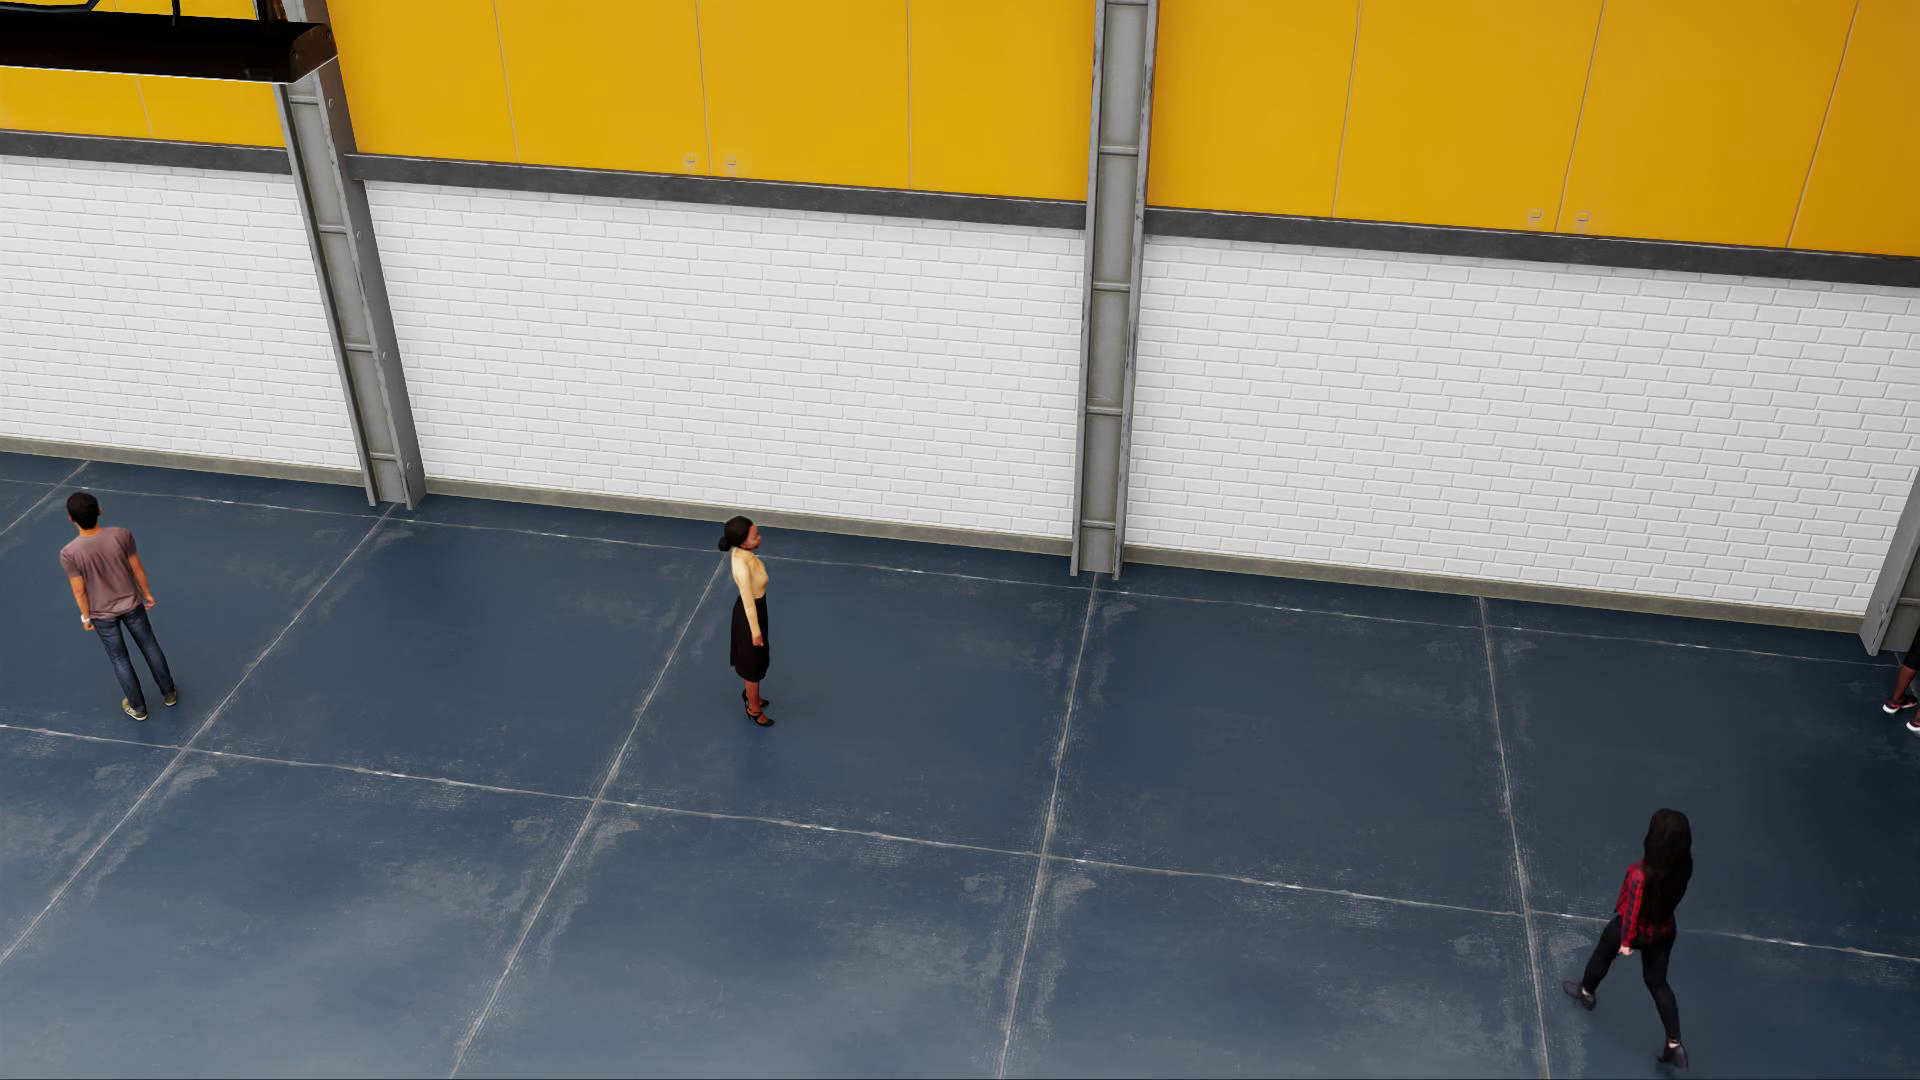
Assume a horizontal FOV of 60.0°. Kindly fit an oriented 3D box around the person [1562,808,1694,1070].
[{"bbox_3d":[3.780,2.156,8.993,1.070,1.620,1.038,-15,36,-21],"label":"person"}]

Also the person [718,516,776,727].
[{"bbox_3d":[-1.433,0.548,11.382,0.640,1.653,0.636,-6,34,-9],"label":"person"}]

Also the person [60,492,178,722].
[{"bbox_3d":[-5.789,0.452,11.414,0.714,1.778,0.744,-27,42,-34],"label":"person"}]
